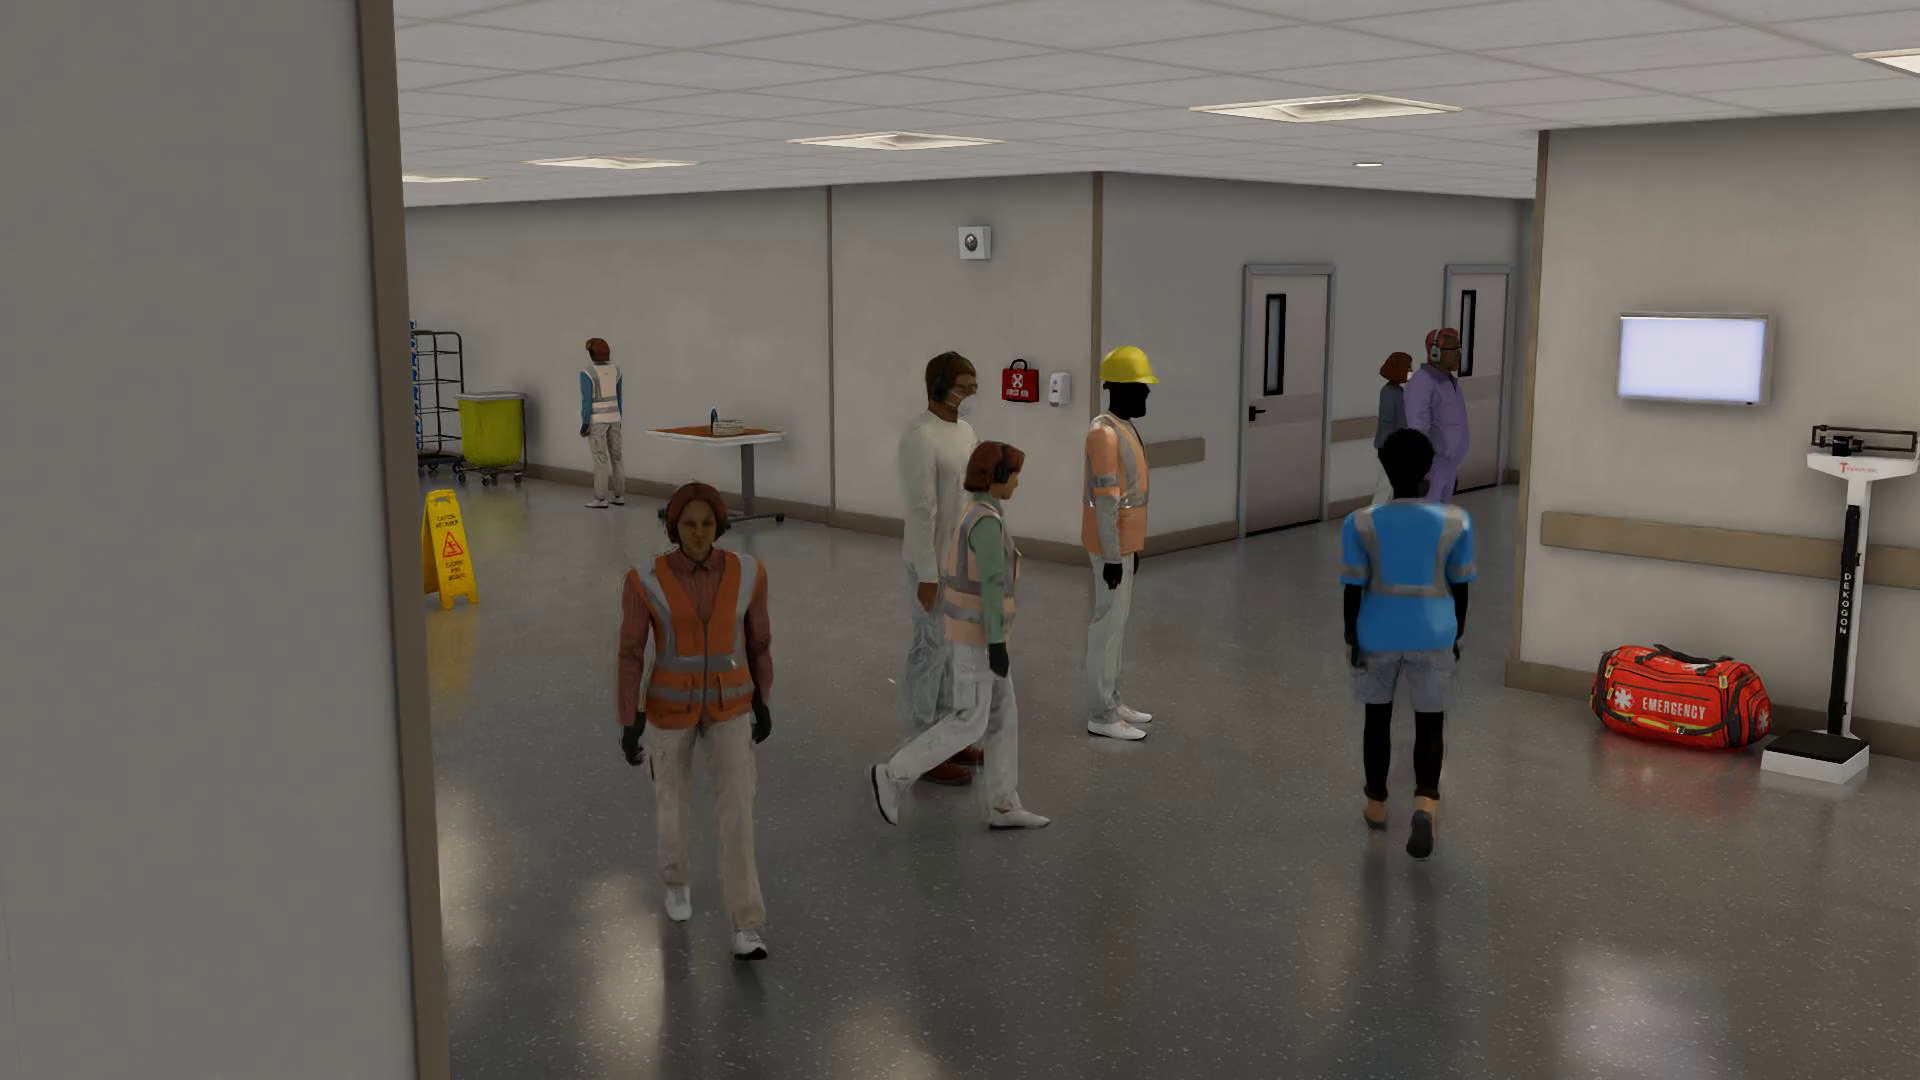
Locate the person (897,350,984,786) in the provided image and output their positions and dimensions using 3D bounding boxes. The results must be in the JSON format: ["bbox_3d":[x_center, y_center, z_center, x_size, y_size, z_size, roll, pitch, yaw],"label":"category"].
[{"bbox_3d":[-0.067,0.117,7.510,0.369,1.938,0.631,3,10,19],"label":"person"}]

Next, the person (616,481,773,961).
[{"bbox_3d":[-0.880,0.600,5.604,0.549,1.588,0.882,-3,10,-18],"label":"person"}]

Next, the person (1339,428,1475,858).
[{"bbox_3d":[1.756,0.400,6.555,0.526,1.677,0.724,2,10,13],"label":"person"}]

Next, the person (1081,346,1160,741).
[{"bbox_3d":[0.789,0.011,8.207,0.371,1.923,0.588,2,9,12],"label":"person"}]

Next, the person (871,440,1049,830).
[{"bbox_3d":[0.004,0.401,6.762,0.671,1.604,0.570,0,9,1],"label":"person"}]

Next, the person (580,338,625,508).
[{"bbox_3d":[-3.449,-1.125,16.030,0.315,1.641,0.514,6,11,33],"label":"person"}]

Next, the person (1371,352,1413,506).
[{"bbox_3d":[3.546,-0.731,13.669,0.282,1.624,0.494,4,10,24],"label":"person"}]

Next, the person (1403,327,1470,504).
[{"bbox_3d":[3.209,-0.468,11.186,0.404,1.910,0.636,6,11,34],"label":"person"}]
